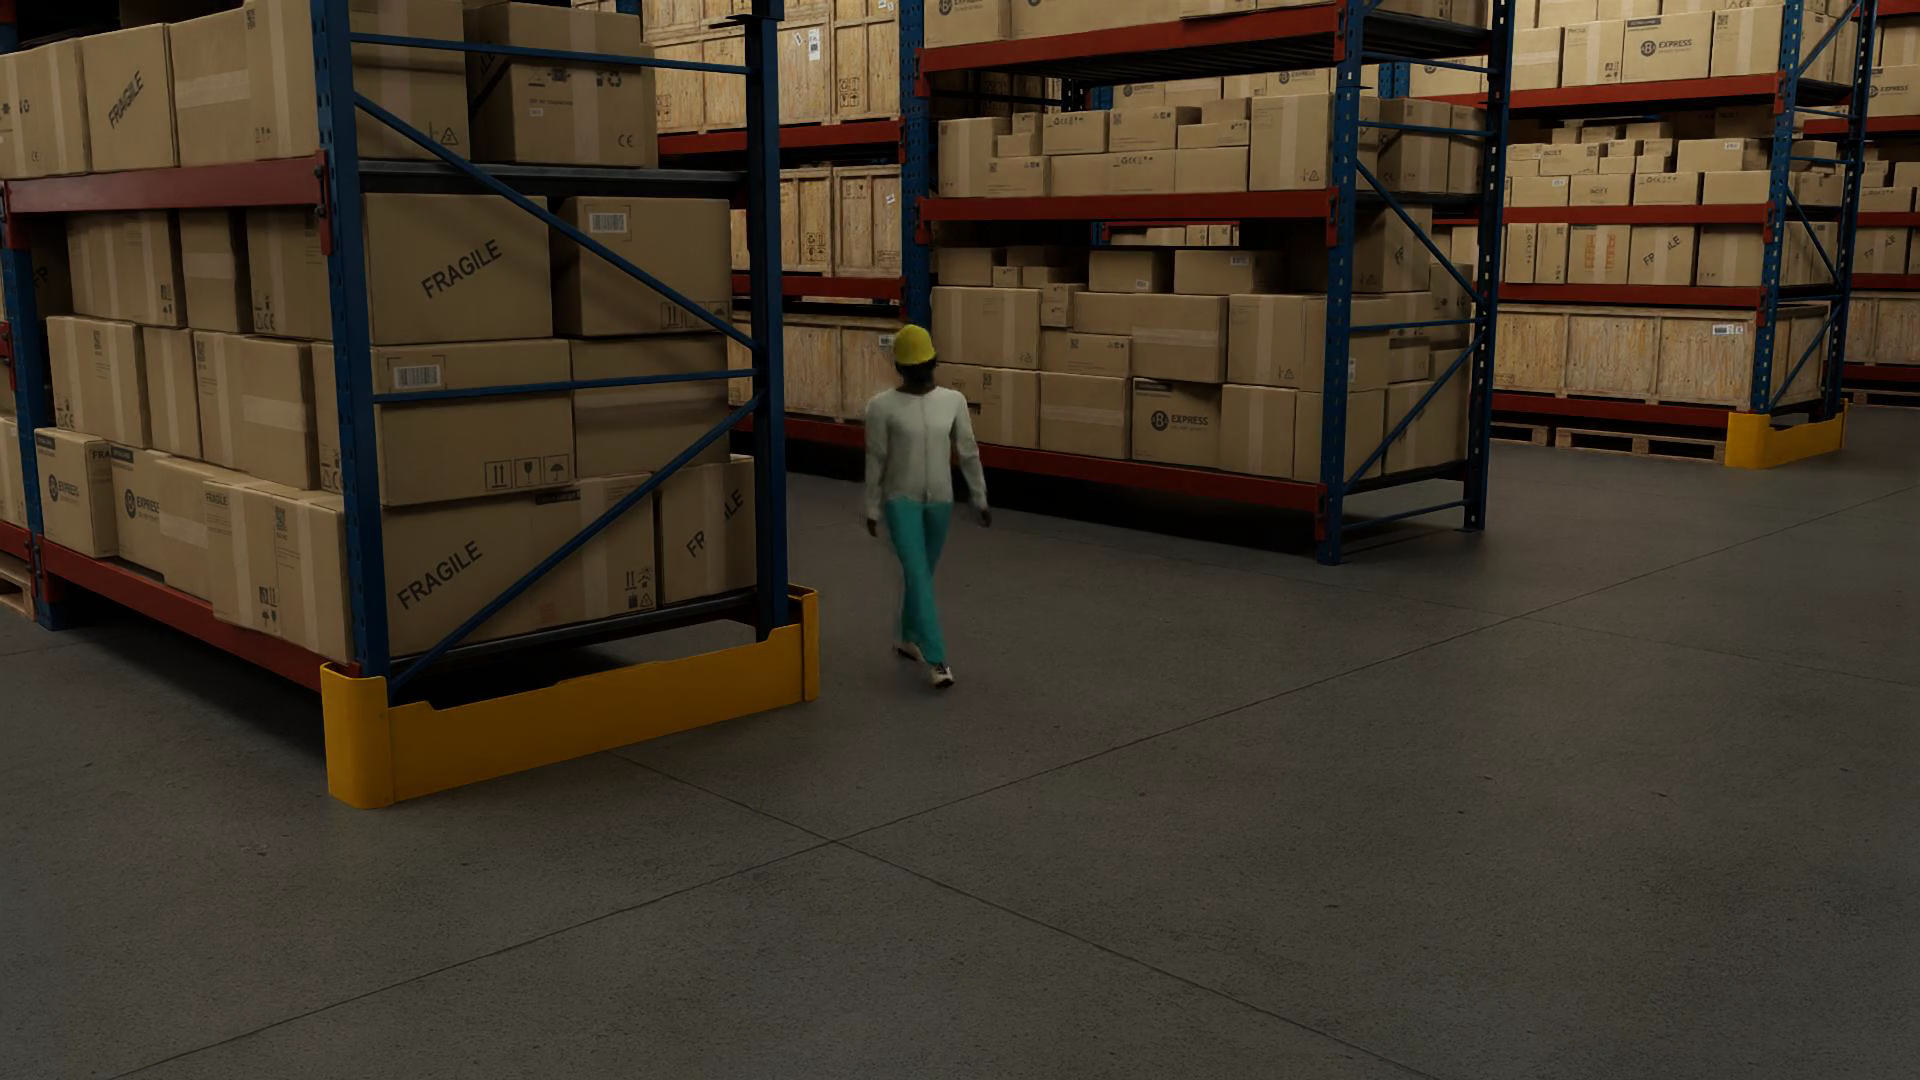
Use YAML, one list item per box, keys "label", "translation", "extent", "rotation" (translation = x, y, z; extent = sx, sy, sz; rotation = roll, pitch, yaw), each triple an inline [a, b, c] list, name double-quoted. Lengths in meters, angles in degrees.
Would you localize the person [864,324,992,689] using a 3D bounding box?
- label: "person"
  translation: [-0.168, -0.173, 7.973]
  extent: [0.578, 1.710, 0.886]
  rotation: [-5, 12, -27]
